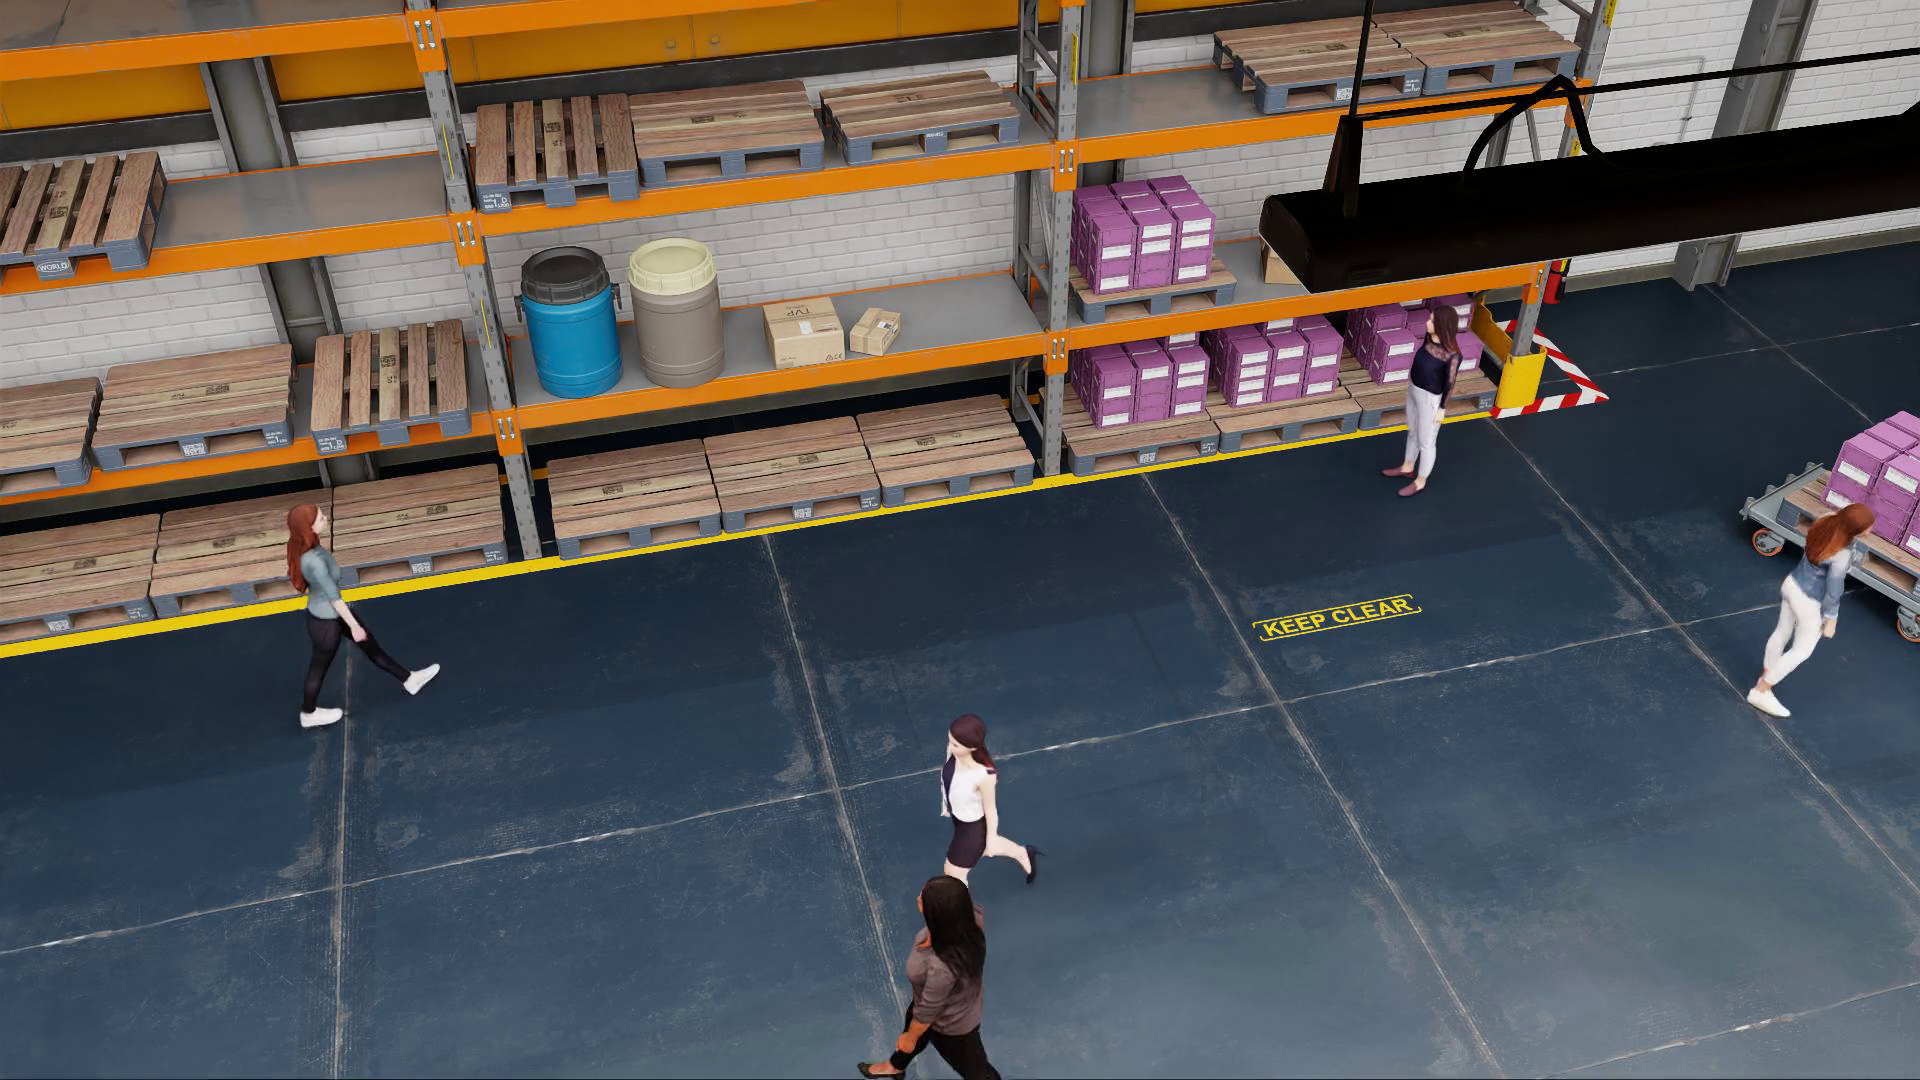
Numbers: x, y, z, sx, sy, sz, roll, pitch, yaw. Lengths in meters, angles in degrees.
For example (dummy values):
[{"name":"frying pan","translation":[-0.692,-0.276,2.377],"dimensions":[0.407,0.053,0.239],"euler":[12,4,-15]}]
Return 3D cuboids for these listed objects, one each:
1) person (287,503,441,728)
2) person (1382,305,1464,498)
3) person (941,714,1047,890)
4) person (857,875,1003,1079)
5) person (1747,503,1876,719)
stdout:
[{"name":"person","translation":[-4.009,0.533,10.385],"dimensions":[1.198,1.689,0.776],"euler":[-18,42,-21]},{"name":"person","translation":[3.477,-1.046,12.428],"dimensions":[0.507,1.607,0.596],"euler":[-9,39,-11]},{"name":"person","translation":[0.130,1.541,9.176],"dimensions":[1.082,1.623,0.791],"euler":[-25,45,-28]},{"name":"person","translation":[0.054,2.321,8.061],"dimensions":[1.225,1.796,1.011],"euler":[8,39,10]},{"name":"person","translation":[5.394,0.360,10.615],"dimensions":[0.679,1.671,0.724],"euler":[-10,40,-12]}]
